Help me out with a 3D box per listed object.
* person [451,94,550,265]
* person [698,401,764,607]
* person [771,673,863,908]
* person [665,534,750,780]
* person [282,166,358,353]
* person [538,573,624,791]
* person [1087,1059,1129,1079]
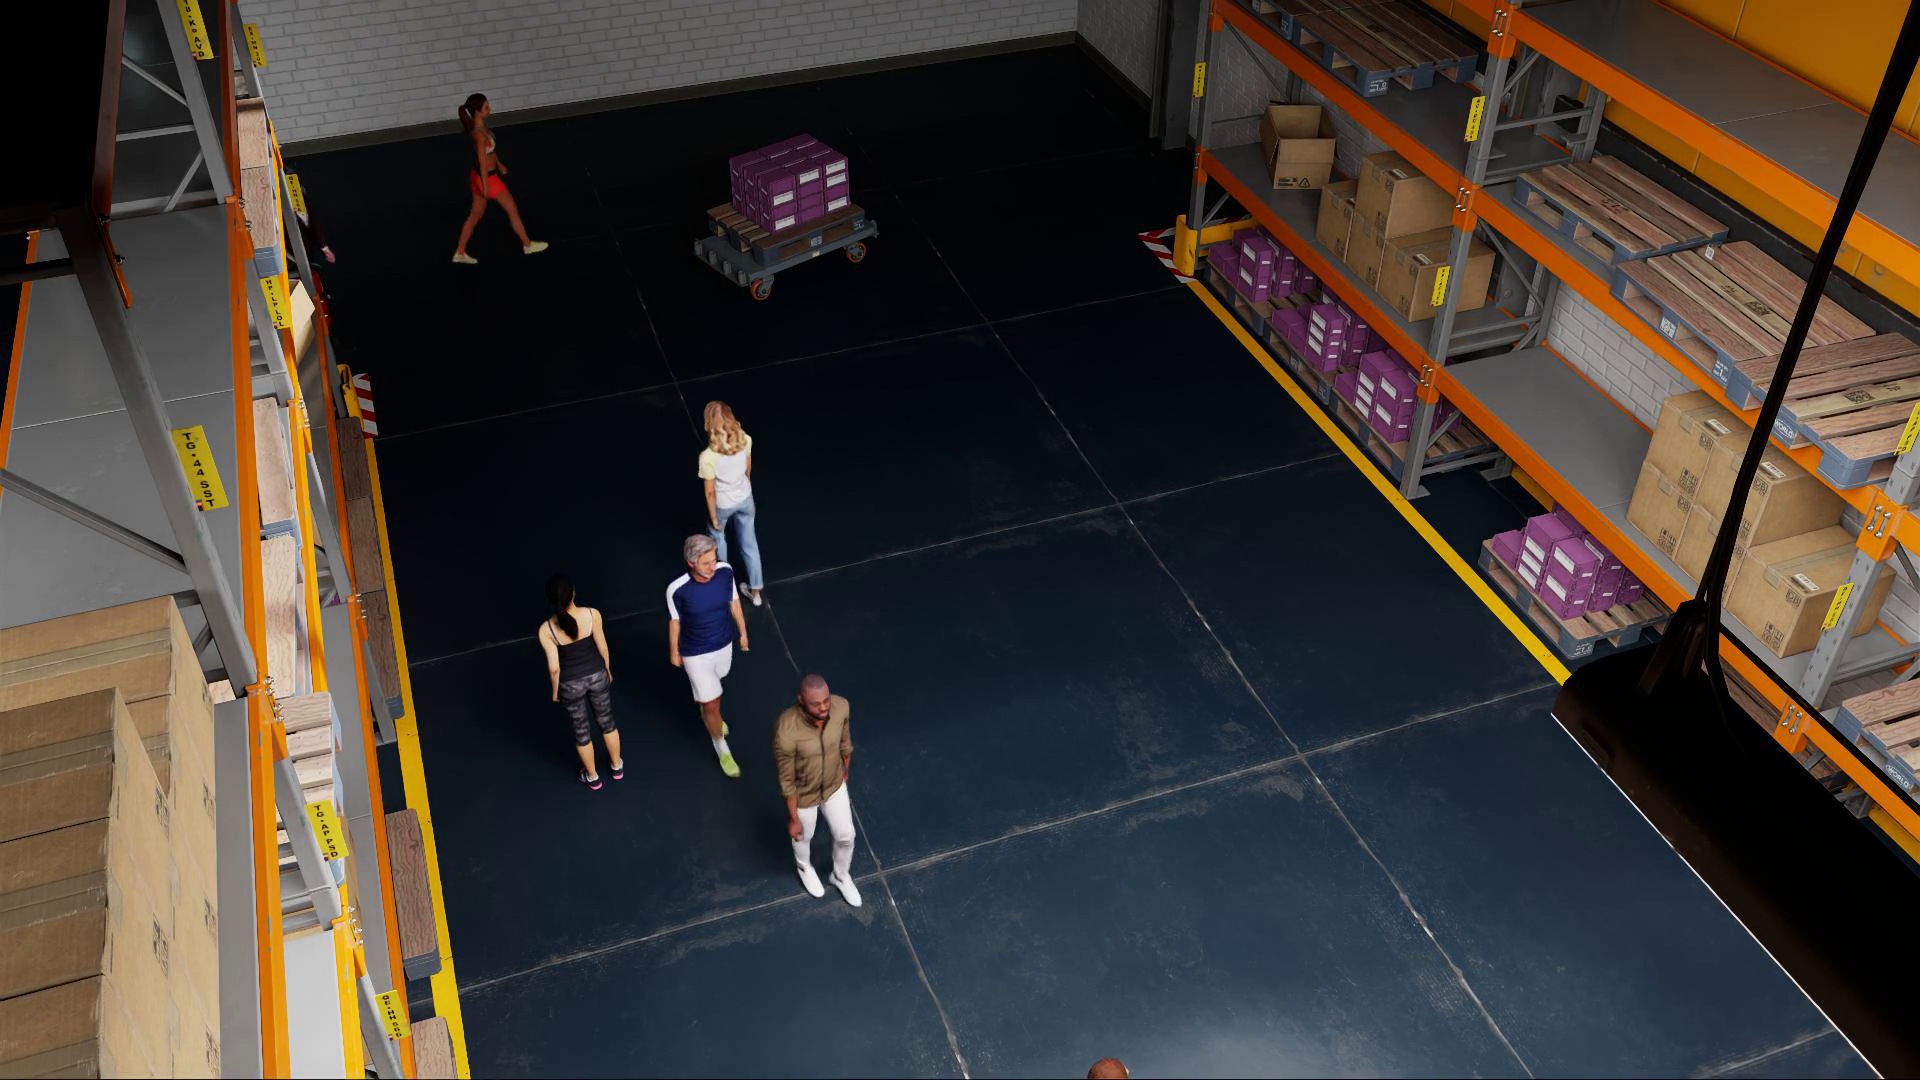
[{"bbox_3d":[-4.667,-3.431,16.062,0.767,1.740,1.160,-19,42,-22],"label":"person"},{"bbox_3d":[-1.604,-0.222,12.078,0.813,1.698,0.975,-25,45,-28],"label":"person"},{"bbox_3d":[-0.914,1.433,9.920,0.814,1.804,0.817,-21,43,-24],"label":"person"},{"bbox_3d":[-1.717,0.636,10.915,0.855,1.808,1.053,-29,47,-31],"label":"person"},{"bbox_3d":[-5.992,-2.531,14.885,1.135,1.802,1.182,3,39,4],"label":"person"},{"bbox_3d":[-2.414,0.912,10.635,0.601,1.726,0.574,-19,42,-22],"label":"person"},{"bbox_3d":[0.657,3.044,7.976,0.730,1.713,0.614,-30,47,-32],"label":"person"}]
